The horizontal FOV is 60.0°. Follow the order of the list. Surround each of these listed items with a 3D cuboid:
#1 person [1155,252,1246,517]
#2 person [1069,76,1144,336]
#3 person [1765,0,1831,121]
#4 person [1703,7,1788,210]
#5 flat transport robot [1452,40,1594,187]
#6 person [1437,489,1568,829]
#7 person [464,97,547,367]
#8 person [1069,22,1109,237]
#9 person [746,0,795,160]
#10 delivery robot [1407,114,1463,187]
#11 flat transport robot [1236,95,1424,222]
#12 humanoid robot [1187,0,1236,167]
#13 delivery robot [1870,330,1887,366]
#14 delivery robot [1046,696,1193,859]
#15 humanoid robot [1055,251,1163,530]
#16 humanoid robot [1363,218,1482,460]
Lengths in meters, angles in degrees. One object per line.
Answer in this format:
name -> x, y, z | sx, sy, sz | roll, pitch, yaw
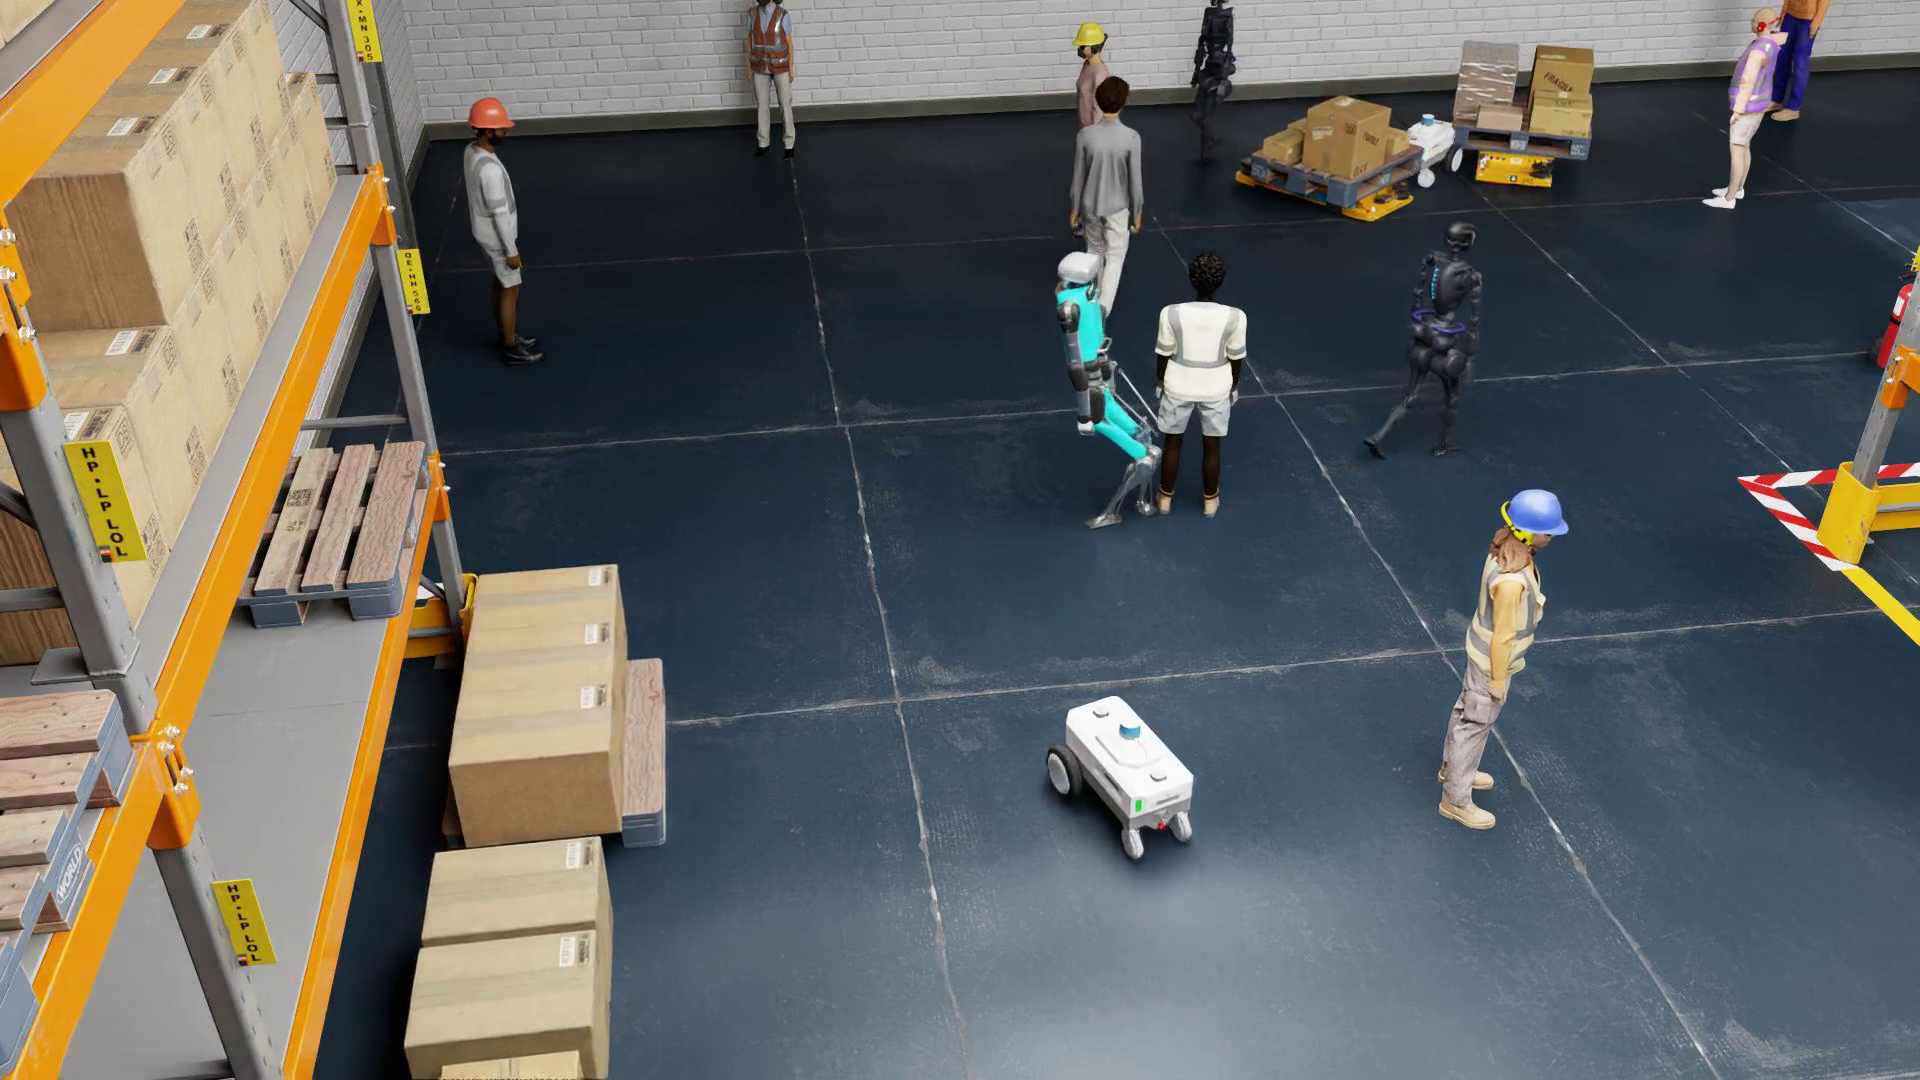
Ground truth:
person -> 1.416, -0.904, 9.939 | 0.535, 1.692, 0.319 | 4, 33, 6
person -> 1.054, -2.416, 12.098 | 0.542, 1.869, 0.802 | 9, 34, 14
person -> 8.141, -5.080, 16.086 | 0.401, 1.973, 0.517 | -10, 34, -15
person -> 6.718, -3.684, 14.203 | 0.357, 1.684, 0.486 | 21, 39, 29
flat transport robot -> 5.142, -3.621, 15.401 | 0.659, 0.231, 1.431 | 9, 34, 14
person -> 2.488, 0.529, 7.659 | 0.321, 1.776, 0.481 | 9, 34, 13
person -> -3.197, -2.139, 11.617 | 0.390, 1.927, 0.548 | -16, 36, -23
person -> 1.060, -3.363, 13.645 | 0.335, 1.756, 0.516 | -6, 34, -8
person -> -1.723, -4.307, 15.148 | 0.455, 1.687, 0.299 | 7, 34, 11
delivery robot -> 4.211, -3.544, 15.040 | 0.512, 0.614, 0.785 | 24, 40, 32
flat transport robot -> 3.211, -3.154, 14.685 | 1.431, 0.231, 0.659 | 28, 42, 36
humanoid robot -> 2.293, -4.206, 15.019 | 0.388, 1.650, 0.589 | -13, 35, -18
delivery robot -> 6.922, -1.437, 11.810 | 0.807, 0.613, 0.499 | -18, 37, -26
delivery robot -> 0.786, 1.089, 7.940 | 0.499, 0.614, 0.815 | -15, 36, -22
humanoid robot -> 0.981, -0.815, 9.762 | 0.872, 1.772, 0.591 | 9, 34, 14
humanoid robot -> 2.978, -1.234, 10.487 | 0.697, 1.645, 0.608 | -18, 37, -25
